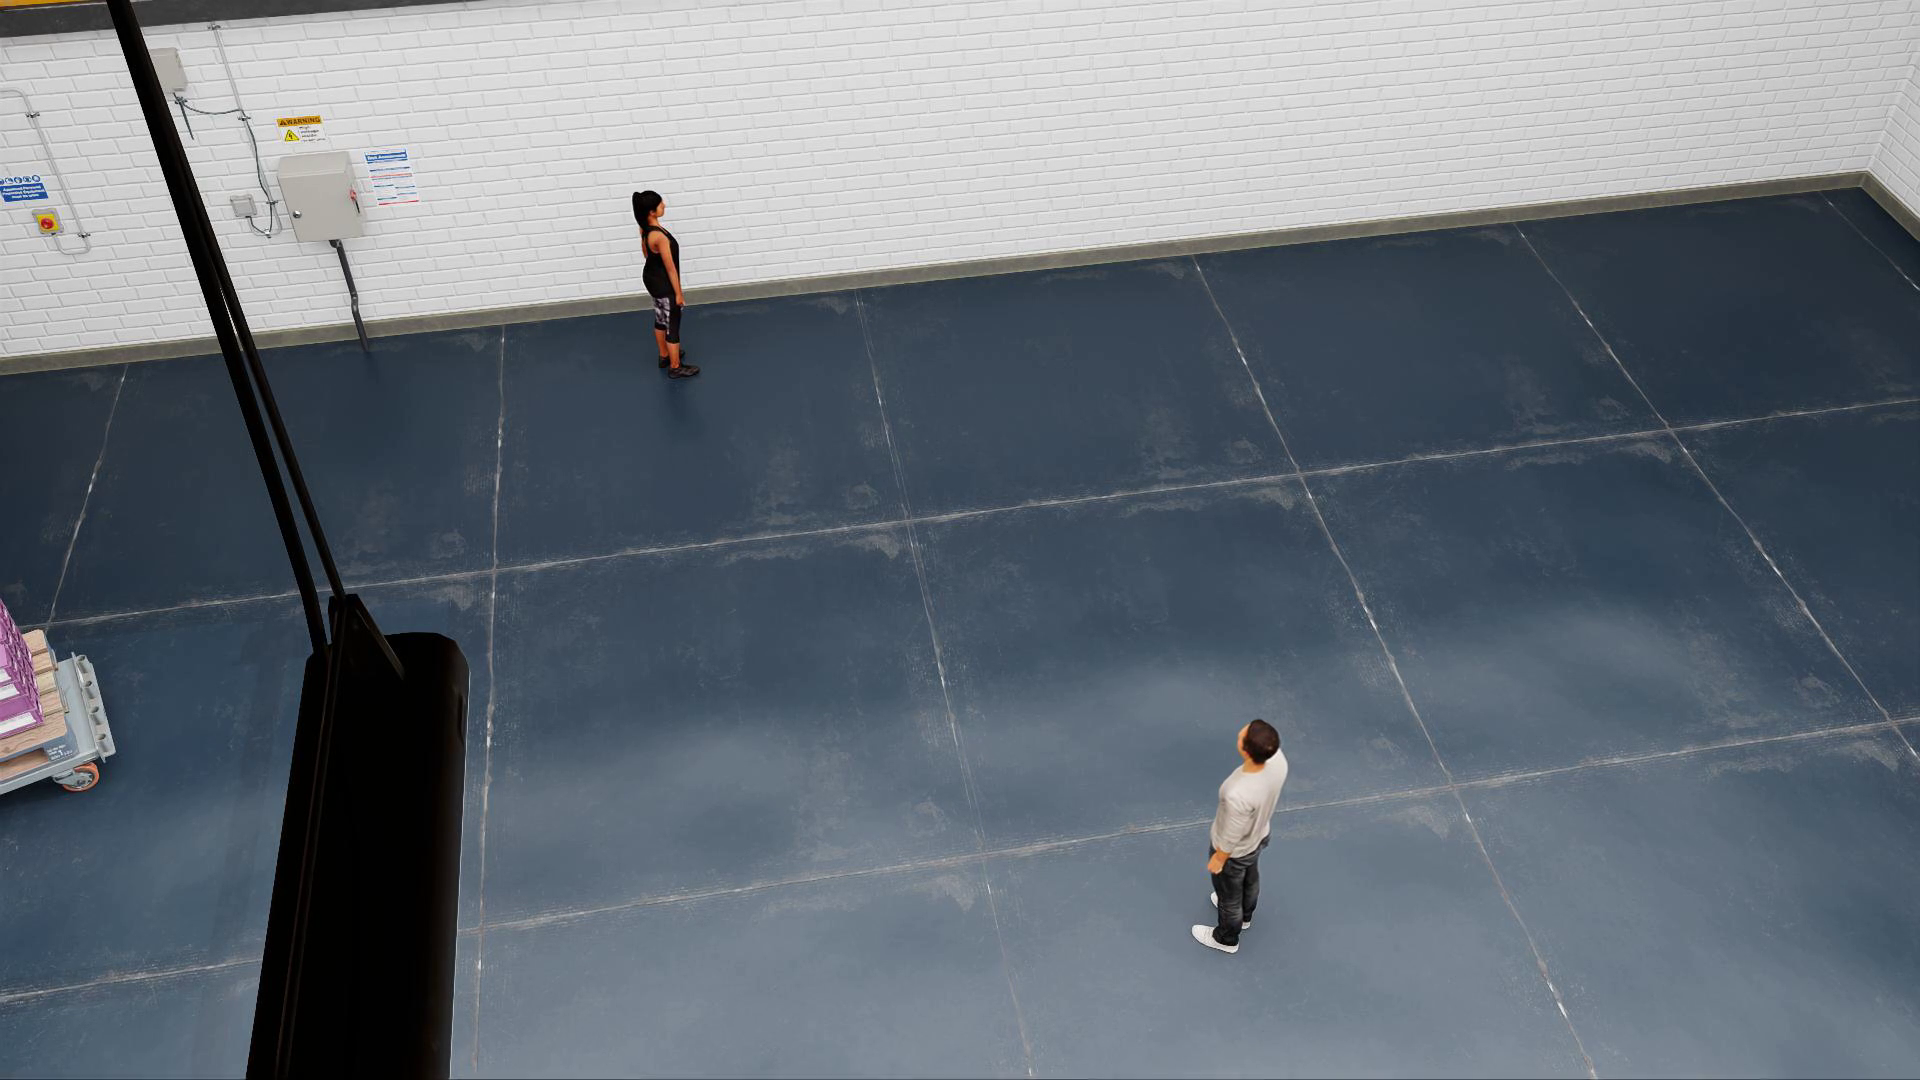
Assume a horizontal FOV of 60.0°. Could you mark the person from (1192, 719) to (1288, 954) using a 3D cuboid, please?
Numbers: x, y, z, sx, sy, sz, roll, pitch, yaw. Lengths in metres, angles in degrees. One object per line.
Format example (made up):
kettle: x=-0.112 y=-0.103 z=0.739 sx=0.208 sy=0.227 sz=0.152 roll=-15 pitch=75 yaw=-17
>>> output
person: x=1.534 y=1.607 z=9.011 sx=0.778 sy=1.811 sz=0.727 roll=27 pitch=50 yaw=26

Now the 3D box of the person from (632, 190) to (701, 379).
person: x=-2.308 y=-2.001 z=12.906 sx=0.714 sy=1.662 sz=0.578 roll=-25 pitch=49 yaw=-24
